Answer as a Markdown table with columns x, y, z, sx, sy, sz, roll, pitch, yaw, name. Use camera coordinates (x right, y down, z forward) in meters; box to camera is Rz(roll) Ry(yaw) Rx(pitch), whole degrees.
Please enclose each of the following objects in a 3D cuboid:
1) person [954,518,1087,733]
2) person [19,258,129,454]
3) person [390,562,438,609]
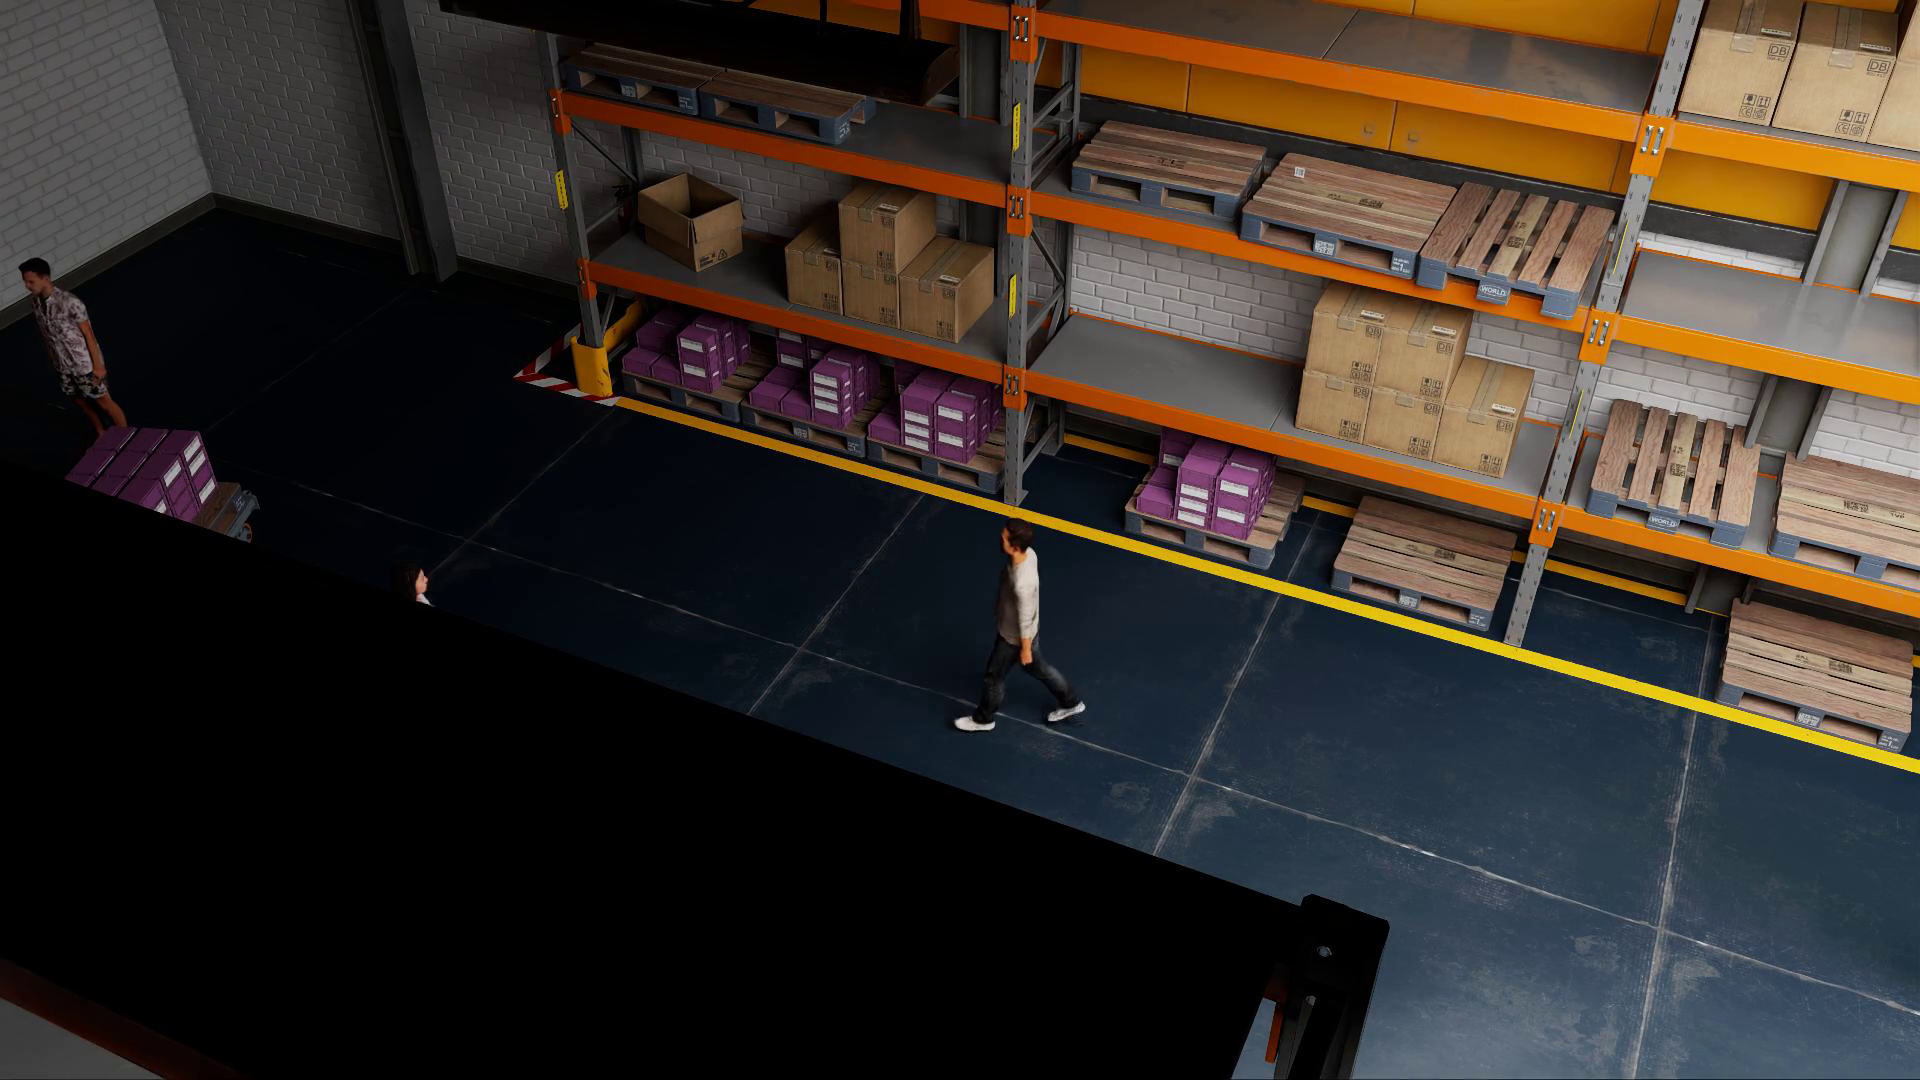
| x | y | z | sx | sy | sz | roll | pitch | yaw | name |
| --- | --- | --- | --- | --- | --- | --- | --- | --- | --- |
| 0.479 | 0.592 | 10.957 | 1.239 | 1.780 | 0.992 | 0 | 39 | 0 | person |
| -7.188 | -1.501 | 13.554 | 0.541 | 1.809 | 0.757 | 12 | 40 | 14 | person |
| -3.459 | 0.889 | 10.597 | 0.793 | 1.765 | 0.731 | -14 | 41 | -17 | person |
